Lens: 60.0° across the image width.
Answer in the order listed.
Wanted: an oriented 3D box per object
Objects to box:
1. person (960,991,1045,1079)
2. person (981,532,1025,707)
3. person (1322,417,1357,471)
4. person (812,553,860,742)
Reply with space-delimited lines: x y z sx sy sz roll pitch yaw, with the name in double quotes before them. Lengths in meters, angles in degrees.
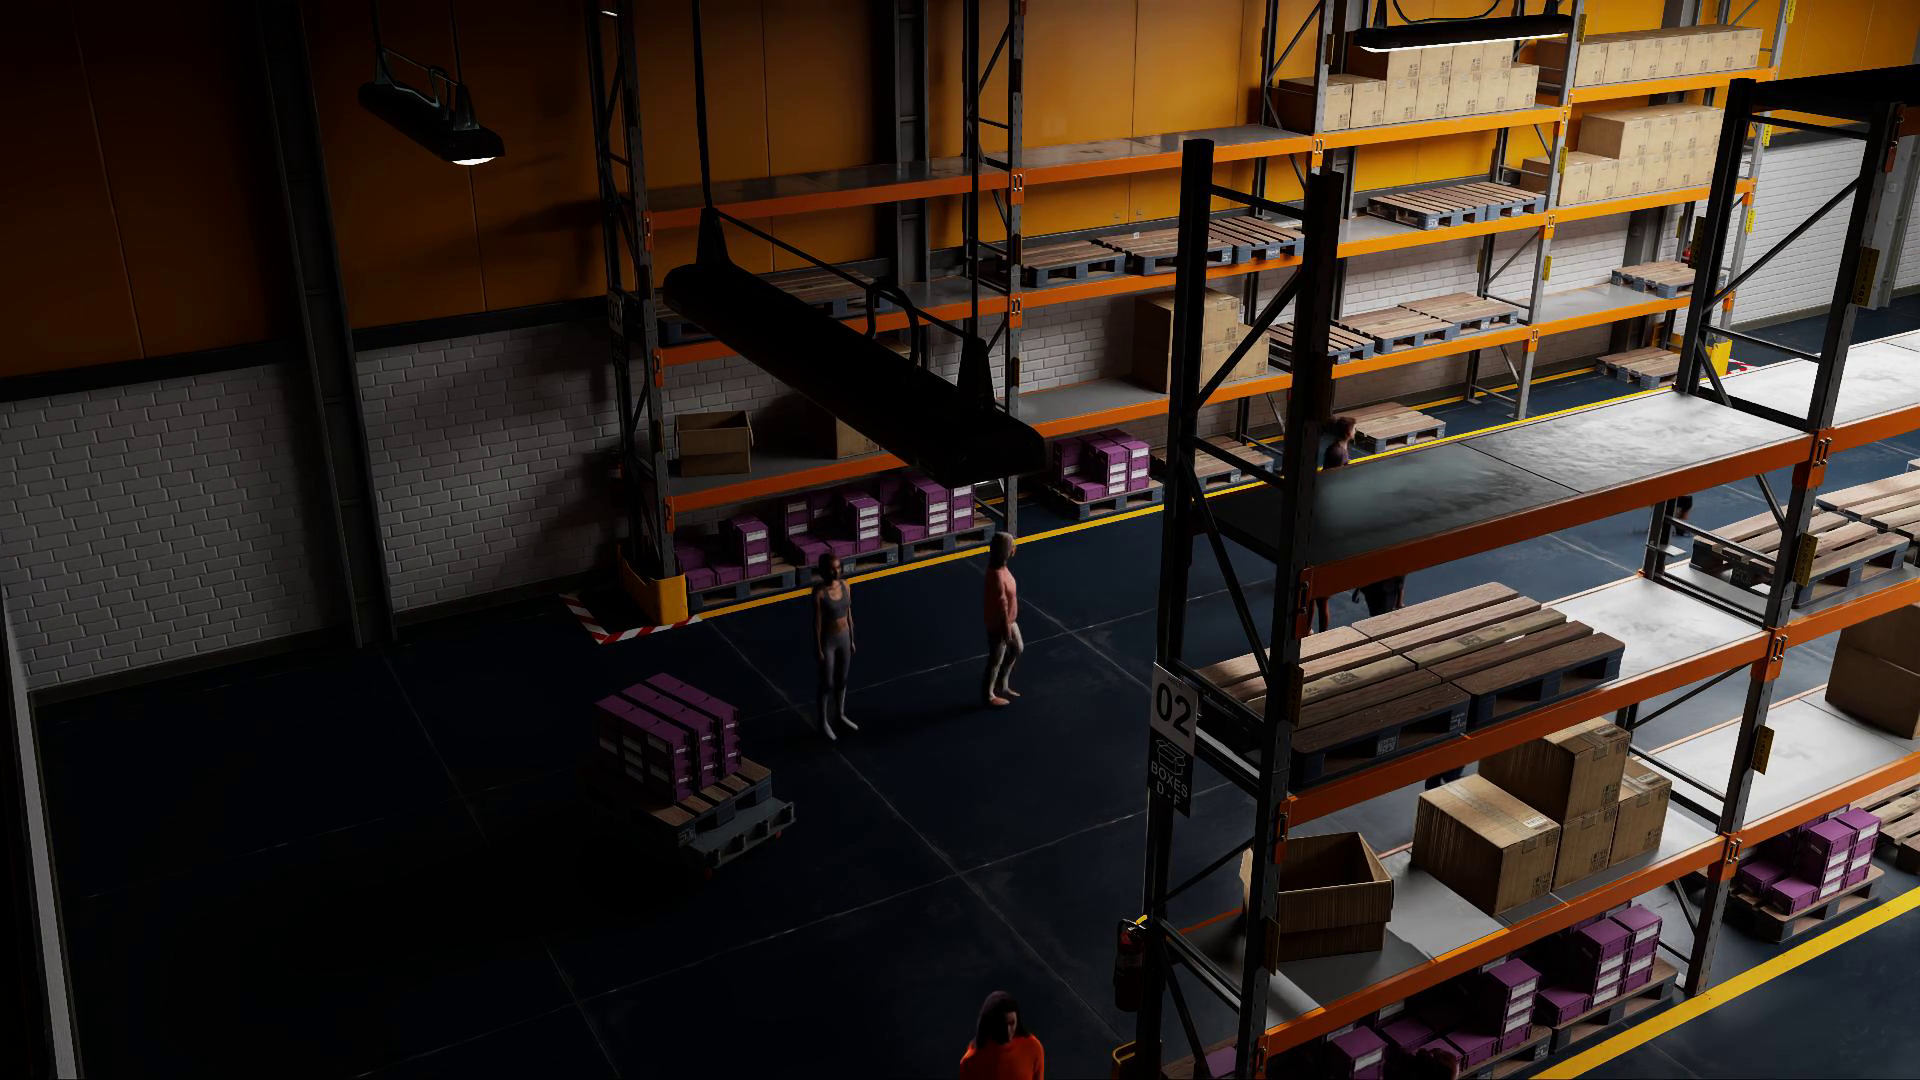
"person" 0.200 3.161 9.144 0.927 1.735 0.839 -5 24 -12
"person" 0.269 0.716 14.763 0.770 1.714 0.739 0 24 1
"person" 3.689 -0.370 17.125 1.143 1.811 0.952 1 24 3
"person" -1.102 0.892 14.372 0.555 1.704 0.668 -20 31 -38
